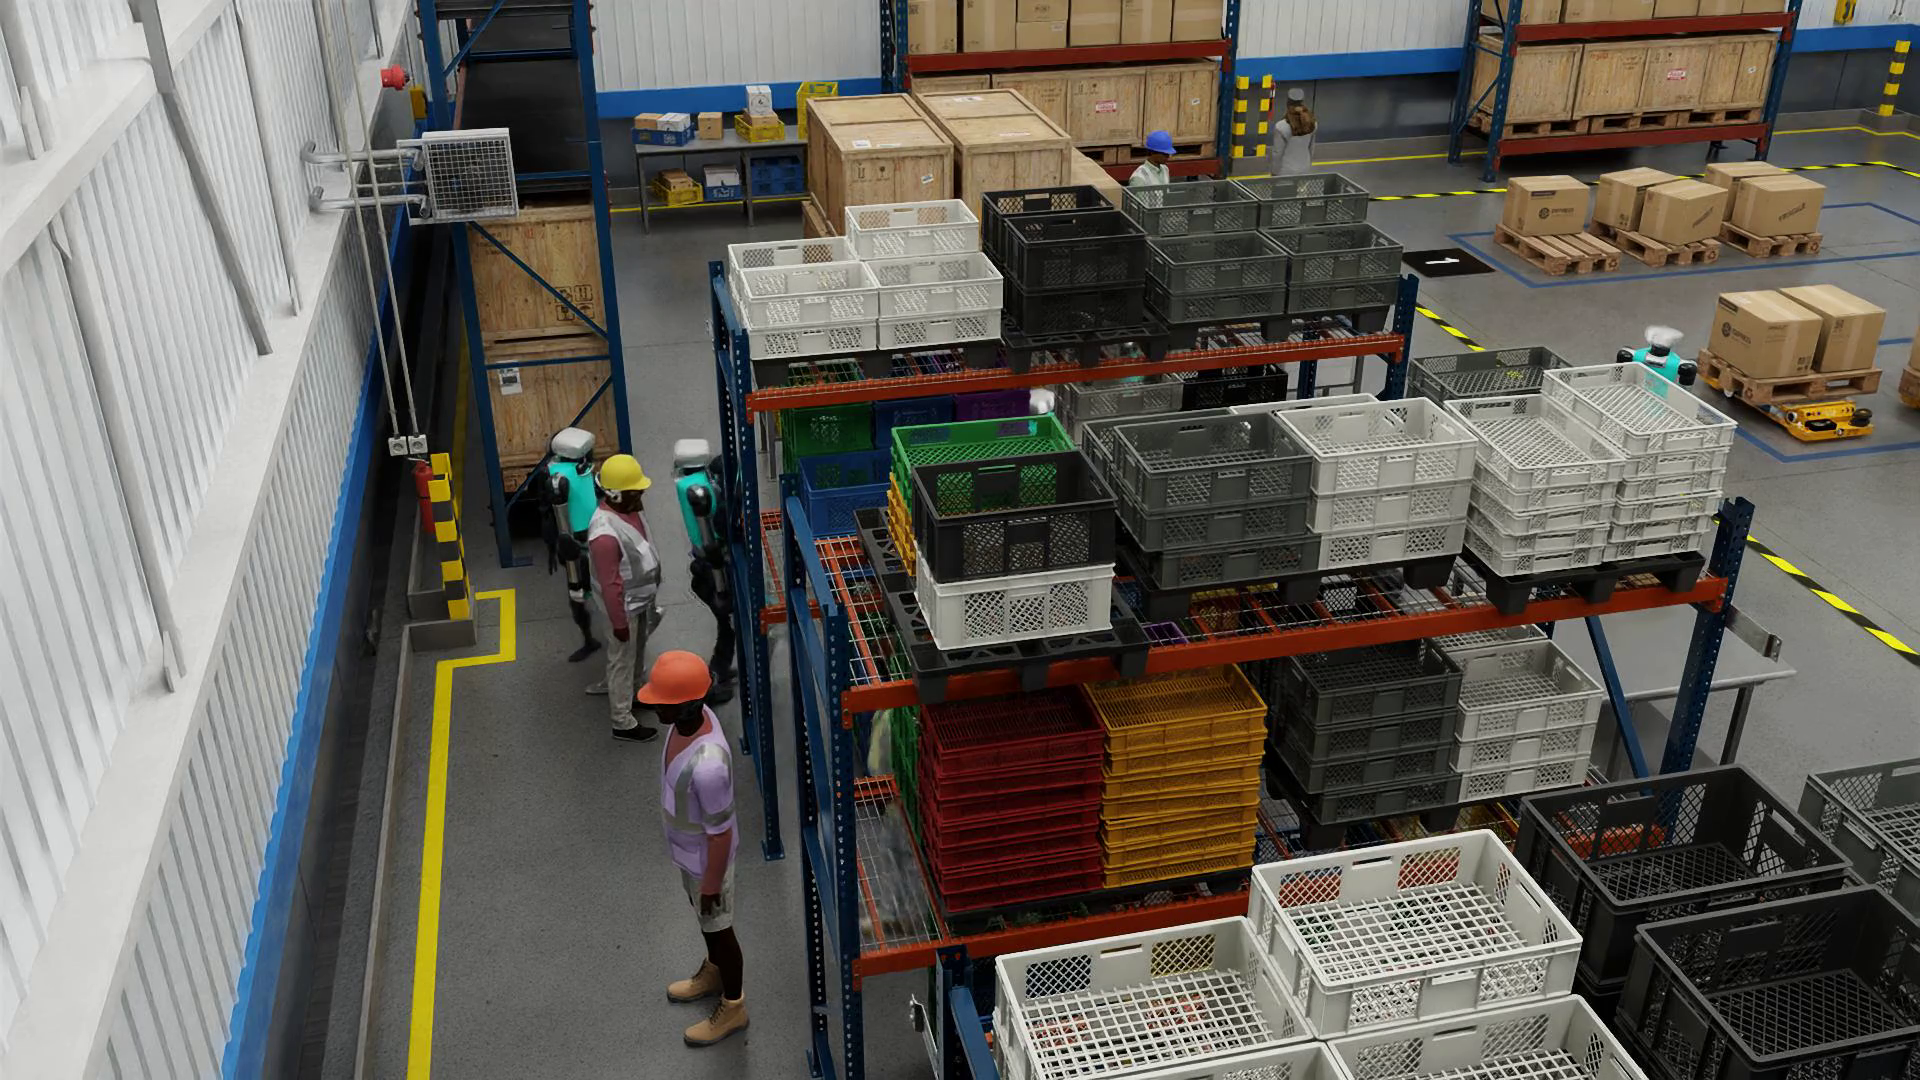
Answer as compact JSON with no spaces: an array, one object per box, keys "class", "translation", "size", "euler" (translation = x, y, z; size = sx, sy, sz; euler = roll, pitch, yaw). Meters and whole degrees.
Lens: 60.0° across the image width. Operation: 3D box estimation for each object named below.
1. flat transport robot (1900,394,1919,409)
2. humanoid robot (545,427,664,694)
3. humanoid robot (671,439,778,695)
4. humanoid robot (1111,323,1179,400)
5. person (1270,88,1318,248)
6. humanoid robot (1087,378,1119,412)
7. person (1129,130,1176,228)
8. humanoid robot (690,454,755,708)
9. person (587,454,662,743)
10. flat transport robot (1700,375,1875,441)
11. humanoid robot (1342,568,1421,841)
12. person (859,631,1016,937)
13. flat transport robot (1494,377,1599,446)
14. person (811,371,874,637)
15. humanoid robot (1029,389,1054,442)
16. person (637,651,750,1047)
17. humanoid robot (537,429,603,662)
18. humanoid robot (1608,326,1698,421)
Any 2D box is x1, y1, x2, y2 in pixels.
[{"class":"flat transport robot","translation":[8.701,-1.024,13.959],"size":[0.652,0.197,1.431],"euler":[-6,28,-12]},{"class":"humanoid robot","translation":[-2.087,0.149,10.124],"size":[0.677,1.750,0.550],"euler":[4,28,7]},{"class":"humanoid robot","translation":[-1.338,0.223,10.144],"size":[0.721,1.869,0.552],"euler":[-9,29,-17]},{"class":"humanoid robot","translation":[1.429,-1.383,13.088],"size":[0.606,1.756,0.884],"euler":[4,28,7]},{"class":"person","translation":[3.585,-3.992,18.012],"size":[0.567,1.766,0.398],"euler":[-15,31,-26]},{"class":"humanoid robot","translation":[0.979,-0.377,11.269],"size":[0.610,1.636,0.587],"euler":[-7,29,-13]},{"class":"person","translation":[1.807,-2.931,15.821],"size":[0.412,1.939,0.602],"euler":[18,33,30]},{"class":"humanoid robot","translation":[-1.463,0.246,10.077],"size":[0.480,1.634,0.601],"euler":[-22,35,-36]},{"class":"person","translation":[-1.944,0.331,9.758],"size":[0.405,1.823,0.585],"euler":[1,28,3]},{"class":"flat transport robot","translation":[7.143,-1.253,14.394],"size":[0.652,0.197,1.431],"euler":[-6,28,-12]},{"class":"humanoid robot","translation":[2.303,0.895,8.847],"size":[0.476,1.644,0.616],"euler":[19,33,31]},{"class":"person","translation":[-0.134,1.234,8.057],"size":[0.777,1.813,0.644],"euler":[-1,28,-2]},{"class":"flat transport robot","translation":[4.780,-1.036,14.013],"size":[0.659,0.231,1.431],"euler":[-6,28,-12]},{"class":"person","translation":[-0.758,-0.249,10.790],"size":[0.583,1.879,0.337],"euler":[-7,29,-13]},{"class":"humanoid robot","translation":[0.336,-0.157,10.874],"size":[0.725,1.889,0.552],"euler":[23,35,36]},{"class":"person","translation":[-1.194,1.387,7.515],"size":[0.371,2.043,0.612],"euler":[-10,29,-19]},{"class":"humanoid robot","translation":[-2.324,0.023,10.495],"size":[0.595,1.639,0.421],"euler":[5,28,10]},{"class":"humanoid robot","translation":[4.887,-0.787,11.820],"size":[0.533,1.677,0.735],"euler":[16,32,28]}]
